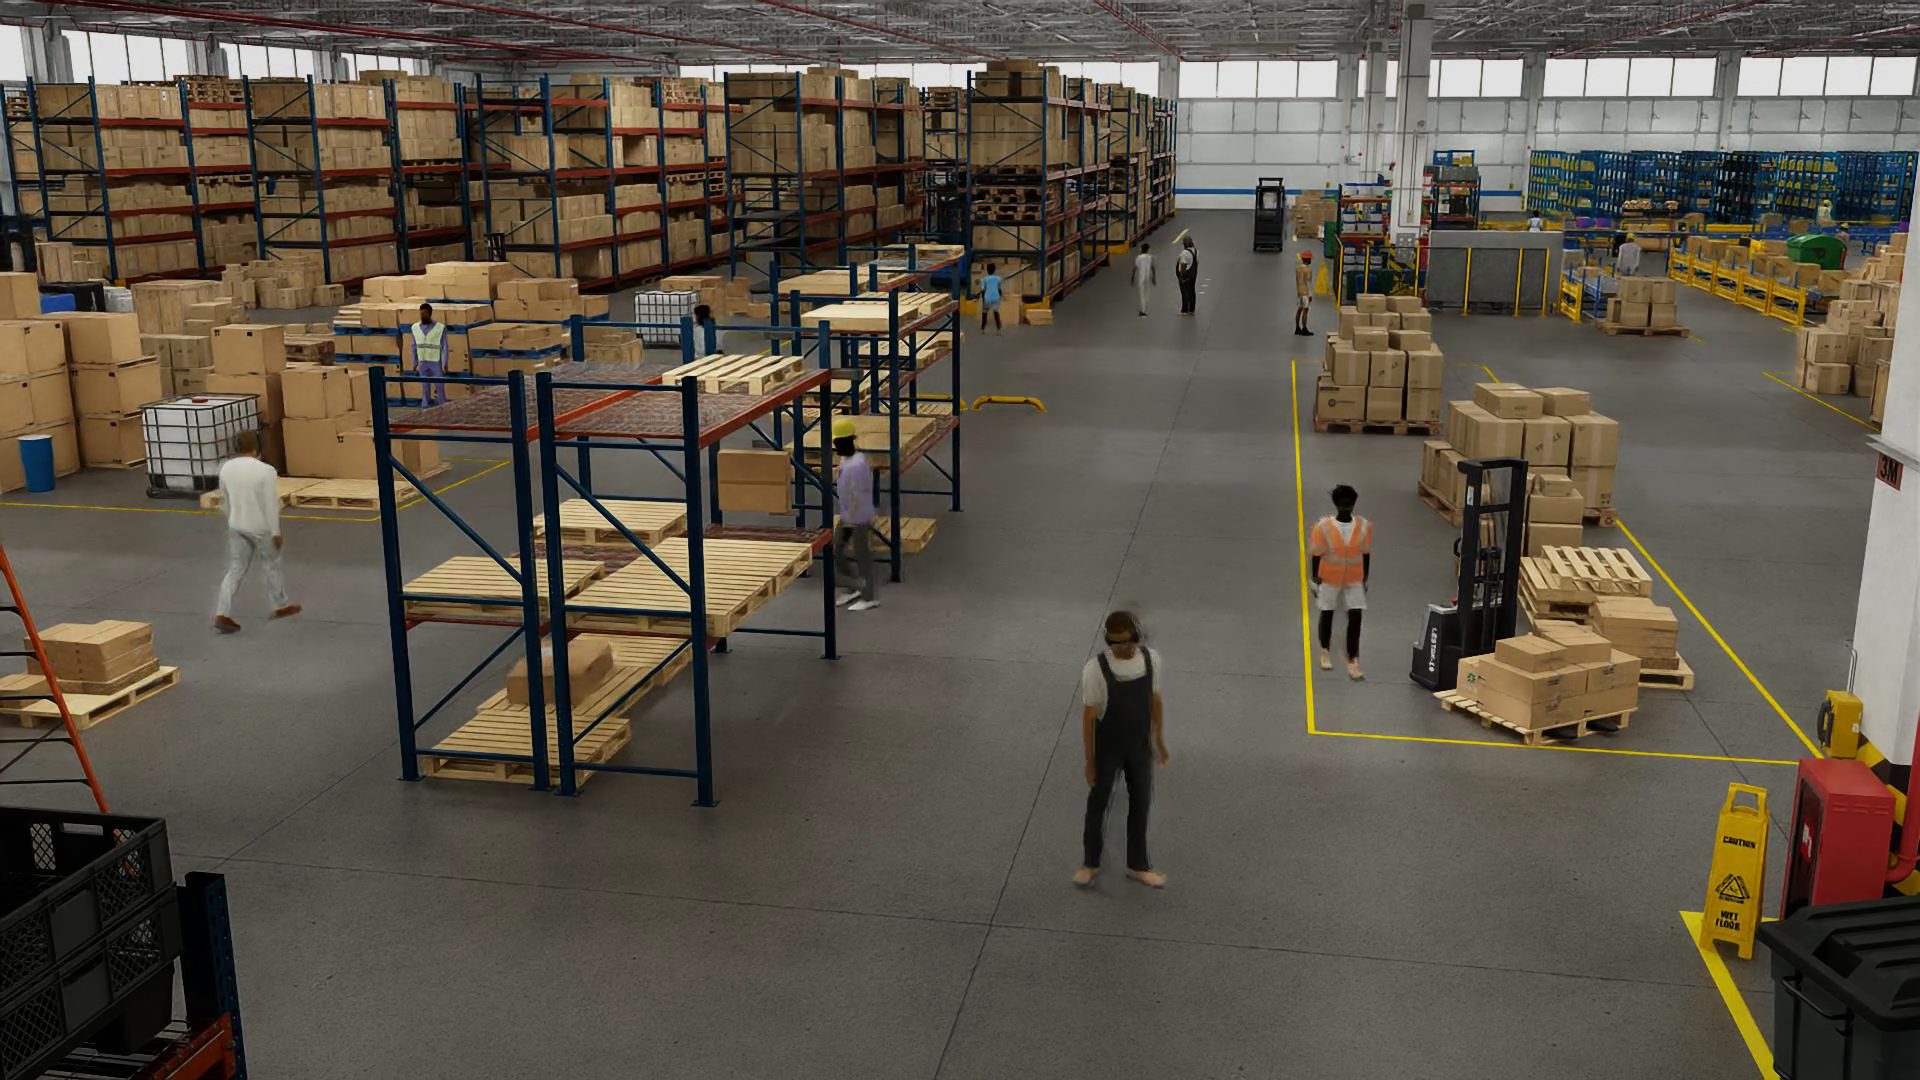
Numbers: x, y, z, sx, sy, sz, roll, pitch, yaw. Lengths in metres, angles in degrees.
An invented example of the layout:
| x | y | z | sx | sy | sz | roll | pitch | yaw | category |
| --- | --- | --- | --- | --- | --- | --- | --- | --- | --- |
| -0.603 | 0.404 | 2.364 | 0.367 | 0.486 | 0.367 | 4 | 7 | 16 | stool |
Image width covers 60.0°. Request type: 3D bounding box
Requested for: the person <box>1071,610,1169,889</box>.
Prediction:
| x | y | z | sx | sy | sz | roll | pitch | yaw | category |
| --- | --- | --- | --- | --- | --- | --- | --- | --- | --- |
| 0.982 | 1.284 | 10.205 | 0.640 | 1.812 | 0.411 | -5 | 15 | -21 | person |

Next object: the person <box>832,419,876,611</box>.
| x | y | z | sx | sy | sz | roll | pitch | yaw | category |
| --- | --- | --- | --- | --- | --- | --- | --- | --- | --- |
| -1.070 | -0.228 | 16.159 | 0.567 | 1.901 | 0.612 | -7 | 15 | -26 | person |

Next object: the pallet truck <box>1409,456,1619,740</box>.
| x | y | z | sx | sy | sz | roll | pitch | yaw | category |
| --- | --- | --- | --- | --- | --- | --- | --- | --- | --- |
| 4.504 | 0.400 | 13.395 | 0.823 | 1.965 | 1.885 | -6 | 15 | -23 | pallet truck |

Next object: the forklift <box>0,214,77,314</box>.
| x | y | z | sx | sy | sz | roll | pitch | yaw | category |
| --- | --- | --- | --- | --- | --- | --- | --- | --- | --- |
| -20.564 | -5.716 | 36.413 | 1.873 | 2.768 | 1.129 | 3 | 14 | 10 | forklift |

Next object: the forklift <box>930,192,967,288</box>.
| x | y | z | sx | sy | sz | roll | pitch | yaw | category |
| --- | --- | --- | --- | --- | --- | --- | --- | --- | --- |
| -0.220 | -9.032 | 49.875 | 1.129 | 2.768 | 1.873 | 3 | 14 | 10 | forklift |

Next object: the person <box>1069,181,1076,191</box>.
| x | y | z | sx | sy | sz | roll | pitch | yaw | category |
| --- | --- | --- | --- | --- | --- | --- | --- | --- | --- |
| 6.113 | -18.505 | 90.288 | 0.636 | 1.928 | 0.455 | -2 | 14 | -7 | person |

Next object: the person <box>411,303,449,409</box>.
| x | y | z | sx | sy | sz | roll | pitch | yaw | category |
| --- | --- | --- | --- | --- | --- | --- | --- | --- | --- |
| -8.518 | -2.851 | 26.759 | 0.597 | 1.917 | 0.379 | 1 | 14 | 5 | person |

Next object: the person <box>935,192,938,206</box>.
| x | y | z | sx | sy | sz | roll | pitch | yaw | category |
| --- | --- | --- | --- | --- | --- | --- | --- | --- | --- |
| -1.257 | -19.531 | 94.875 | 0.556 | 1.723 | 0.581 | 9 | 16 | 33 | person |

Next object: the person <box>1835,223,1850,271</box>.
| x | y | z | sx | sy | sz | roll | pitch | yaw | category |
| --- | --- | --- | --- | --- | --- | --- | --- | --- | --- |
| 27.873 | -9.140 | 52.606 | 0.327 | 1.769 | 0.525 | -6 | 15 | -24 | person |

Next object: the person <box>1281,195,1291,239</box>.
| x | y | z | sx | sy | sz | roll | pitch | yaw | category |
| --- | --- | --- | --- | --- | --- | --- | --- | --- | --- |
| 13.889 | -13.859 | 71.513 | 0.641 | 1.896 | 0.997 | 7 | 16 | 28 | person |

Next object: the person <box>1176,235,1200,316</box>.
| x | y | z | sx | sy | sz | roll | pitch | yaw | category |
| --- | --- | --- | --- | --- | --- | --- | --- | --- | --- |
| 5.718 | -6.696 | 42.117 | 0.535 | 2.000 | 0.687 | 12 | 18 | 40 | person |

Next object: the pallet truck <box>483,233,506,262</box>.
| x | y | z | sx | sy | sz | roll | pitch | yaw | category |
| --- | --- | --- | --- | --- | --- | --- | --- | --- | --- |
| -11.832 | -7.026 | 43.548 | 1.885 | 1.965 | 0.823 | 8 | 16 | 28 | pallet truck |

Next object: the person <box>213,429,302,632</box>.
| x | y | z | sx | sy | sz | roll | pitch | yaw | category |
| --- | --- | --- | --- | --- | --- | --- | --- | --- | --- |
| -6.707 | -0.093 | 15.640 | 0.639 | 1.896 | 0.977 | 5 | 15 | 18 | person |

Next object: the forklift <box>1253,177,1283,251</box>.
| x | y | z | sx | sy | sz | roll | pitch | yaw | category |
| --- | --- | --- | --- | --- | --- | --- | --- | --- | --- |
| 12.083 | -12.747 | 64.956 | 1.129 | 2.768 | 1.873 | 3 | 14 | 10 | forklift |

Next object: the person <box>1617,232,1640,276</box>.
| x | y | z | sx | sy | sz | roll | pitch | yaw | category |
| --- | --- | --- | --- | --- | --- | --- | --- | --- | --- |
| 18.956 | -7.808 | 47.151 | 0.606 | 1.801 | 0.882 | 3 | 14 | 10 | person |

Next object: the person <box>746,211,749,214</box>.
| x | y | z | sx | sy | sz | roll | pitch | yaw | category |
| --- | --- | --- | --- | --- | --- | --- | --- | --- | --- |
| -9.714 | -15.346 | 77.518 | 0.568 | 1.897 | 0.879 | -1 | 14 | -3 | person |

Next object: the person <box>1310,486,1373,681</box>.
| x | y | z | sx | sy | sz | roll | pitch | yaw | category |
| --- | --- | --- | --- | --- | --- | --- | --- | --- | --- |
| 3.263 | 0.375 | 14.175 | 0.547 | 1.663 | 0.795 | 0 | 14 | 0 | person |

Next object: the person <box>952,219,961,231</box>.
| x | y | z | sx | sy | sz | roll | pitch | yaw | category |
| --- | --- | --- | --- | --- | --- | --- | --- | --- | --- |
| 0.022 | -9.224 | 52.704 | 0.709 | 1.886 | 0.441 | 3 | 14 | 13 | person |

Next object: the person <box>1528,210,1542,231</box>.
| x | y | z | sx | sy | sz | roll | pitch | yaw | category |
| --- | --- | --- | --- | --- | --- | --- | --- | --- | --- |
| 21.619 | -11.549 | 62.560 | 0.531 | 1.690 | 0.322 | 8 | 16 | 28 | person |

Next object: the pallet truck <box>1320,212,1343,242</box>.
| x | y | z | sx | sy | sz | roll | pitch | yaw | category |
| --- | --- | --- | --- | --- | --- | --- | --- | --- | --- |
| 15.874 | -13.227 | 70.310 | 0.680 | 1.201 | 1.601 | 10 | 17 | 35 | pallet truck |

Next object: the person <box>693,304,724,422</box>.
| x | y | z | sx | sy | sz | roll | pitch | yaw | category |
| --- | --- | --- | --- | --- | --- | --- | --- | --- | --- |
| -4.053 | -2.749 | 26.290 | 0.639 | 1.942 | 0.504 | 9 | 17 | 33 | person |

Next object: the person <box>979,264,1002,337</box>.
| x | y | z | sx | sy | sz | roll | pitch | yaw | category |
| --- | --- | --- | --- | --- | --- | --- | --- | --- | --- |
| 0.728 | -5.486 | 38.009 | 0.546 | 1.651 | 0.883 | -5 | 15 | -21 | person |

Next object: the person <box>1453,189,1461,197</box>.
| x | y | z | sx | sy | sz | roll | pitch | yaw | category |
| --- | --- | --- | --- | --- | --- | --- | --- | --- | --- |
| 23.145 | -15.364 | 77.478 | 0.652 | 1.951 | 0.962 | 1 | 14 | 6 | person |

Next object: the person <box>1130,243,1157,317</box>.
| x | y | z | sx | sy | sz | roll | pitch | yaw | category |
| --- | --- | --- | --- | --- | --- | --- | --- | --- | --- |
| 4.617 | -6.605 | 42.173 | 0.645 | 1.832 | 0.768 | -5 | 15 | -18 | person |

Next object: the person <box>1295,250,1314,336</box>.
| x | y | z | sx | sy | sz | roll | pitch | yaw | category |
| --- | --- | --- | --- | --- | --- | --- | --- | --- | --- |
| 7.907 | -5.659 | 38.111 | 0.353 | 1.942 | 0.545 | -6 | 15 | -23 | person |

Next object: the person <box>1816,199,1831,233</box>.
| x | y | z | sx | sy | sz | roll | pitch | yaw | category |
| --- | --- | --- | --- | --- | --- | --- | --- | --- | --- |
| 35.705 | -13.149 | 68.748 | 0.404 | 1.829 | 0.600 | -7 | 15 | -26 | person |
